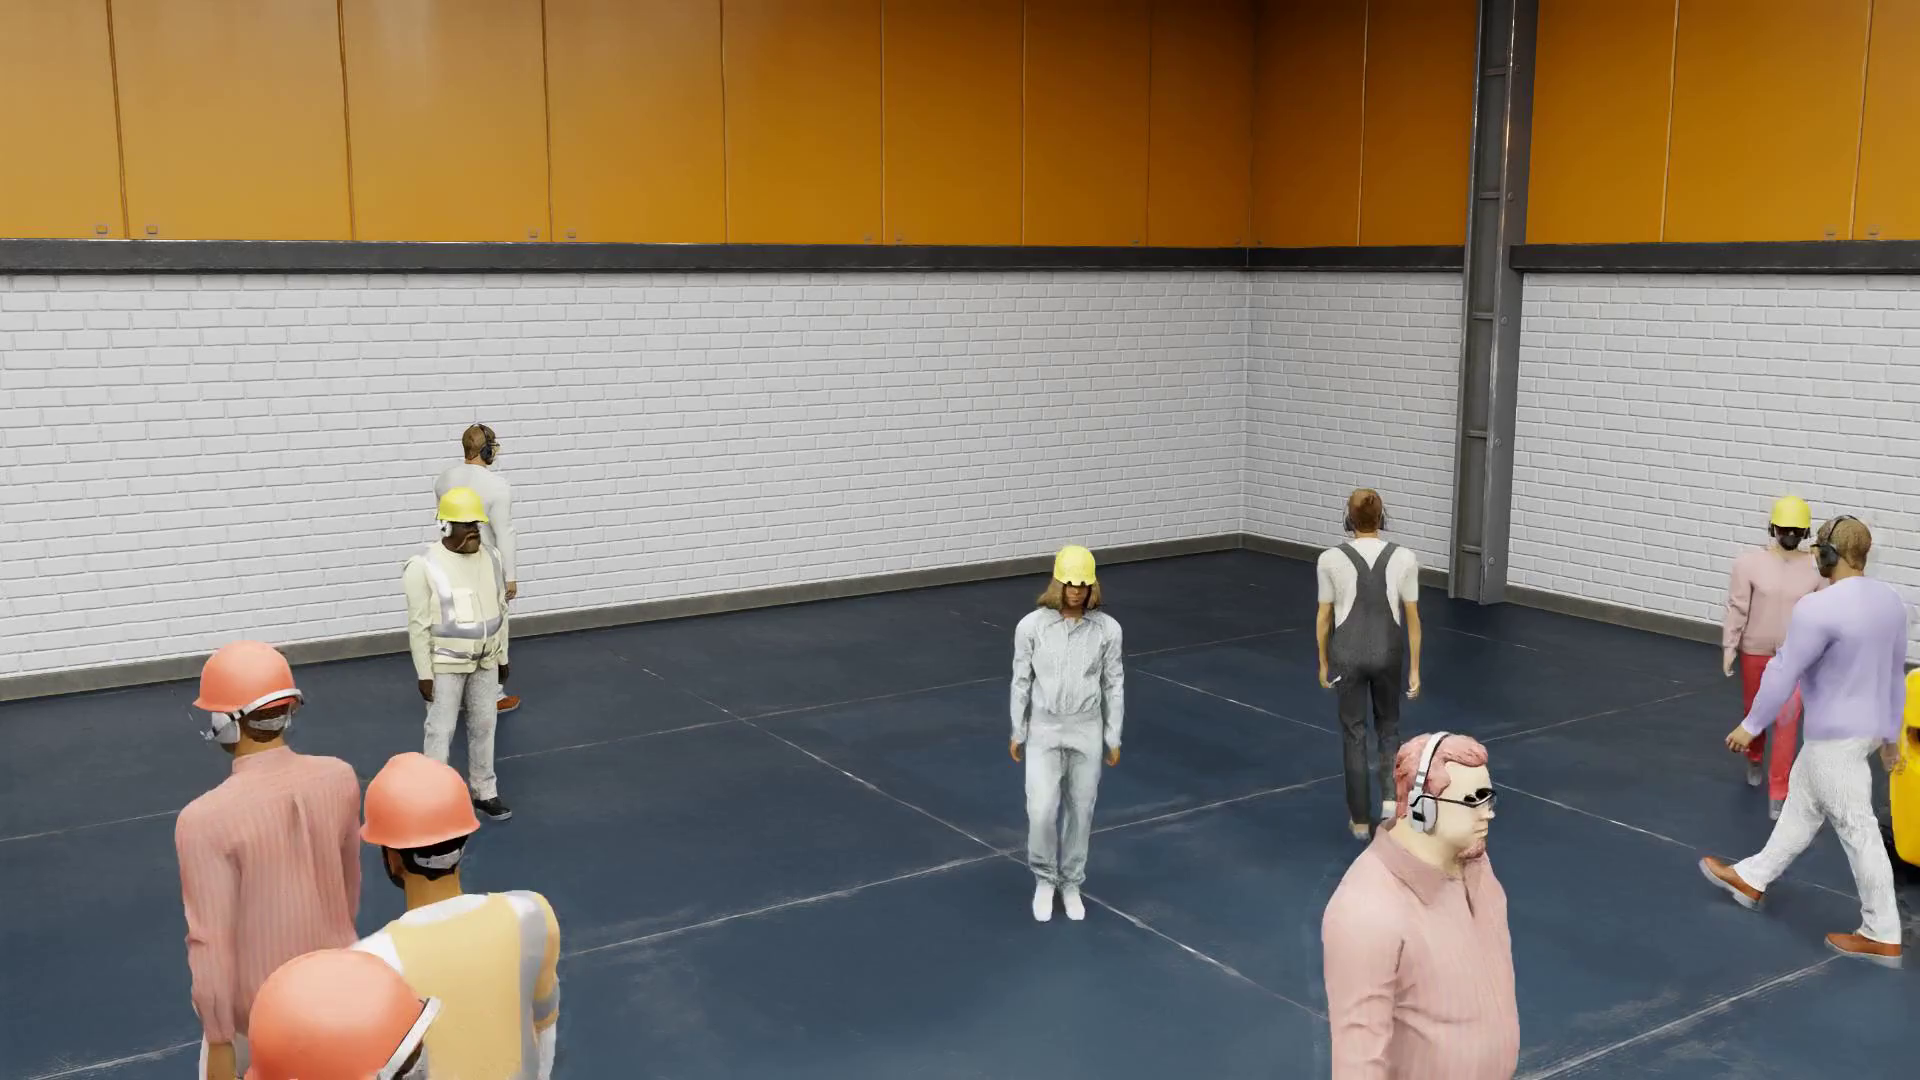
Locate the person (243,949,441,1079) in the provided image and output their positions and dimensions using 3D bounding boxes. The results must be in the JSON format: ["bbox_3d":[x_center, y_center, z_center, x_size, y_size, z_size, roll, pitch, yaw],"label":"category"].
[{"bbox_3d":[-0.785,1.577,2.615,0.621,1.937,0.947,-8,12,-39],"label":"person"}]

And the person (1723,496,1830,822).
[{"bbox_3d":[4.495,0.597,9.162,0.533,1.726,0.881,4,10,25],"label":"person"}]

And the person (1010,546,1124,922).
[{"bbox_3d":[0.484,0.876,7.459,0.517,1.728,0.450,-1,9,-6],"label":"person"}]

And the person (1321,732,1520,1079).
[{"bbox_3d":[1.068,1.366,4.087,0.890,1.878,0.650,9,13,43],"label":"person"}]

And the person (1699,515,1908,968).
[{"bbox_3d":[3.739,0.829,7.283,0.652,1.881,1.025,-7,12,-36],"label":"person"}]

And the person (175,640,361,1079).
[{"bbox_3d":[-1.943,1.232,4.694,1.041,1.935,0.652,5,11,28],"label":"person"}]

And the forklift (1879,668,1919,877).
[{"bbox_3d":[5.511,0.571,7.906,2.313,2.155,1.214,-6,11,-33],"label":"forklift"}]

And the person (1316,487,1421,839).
[{"bbox_3d":[2.098,0.643,8.600,0.521,1.819,0.443,1,9,4],"label":"person"}]

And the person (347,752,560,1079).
[{"bbox_3d":[-1.171,1.406,3.823,0.551,1.884,1.010,-7,12,-37],"label":"person"}]

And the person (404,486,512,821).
[{"bbox_3d":[-2.605,0.621,8.734,0.403,1.824,0.599,7,12,37],"label":"person"}]

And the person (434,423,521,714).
[{"bbox_3d":[-3.166,0.199,10.962,0.629,1.934,0.364,5,11,29],"label":"person"}]
